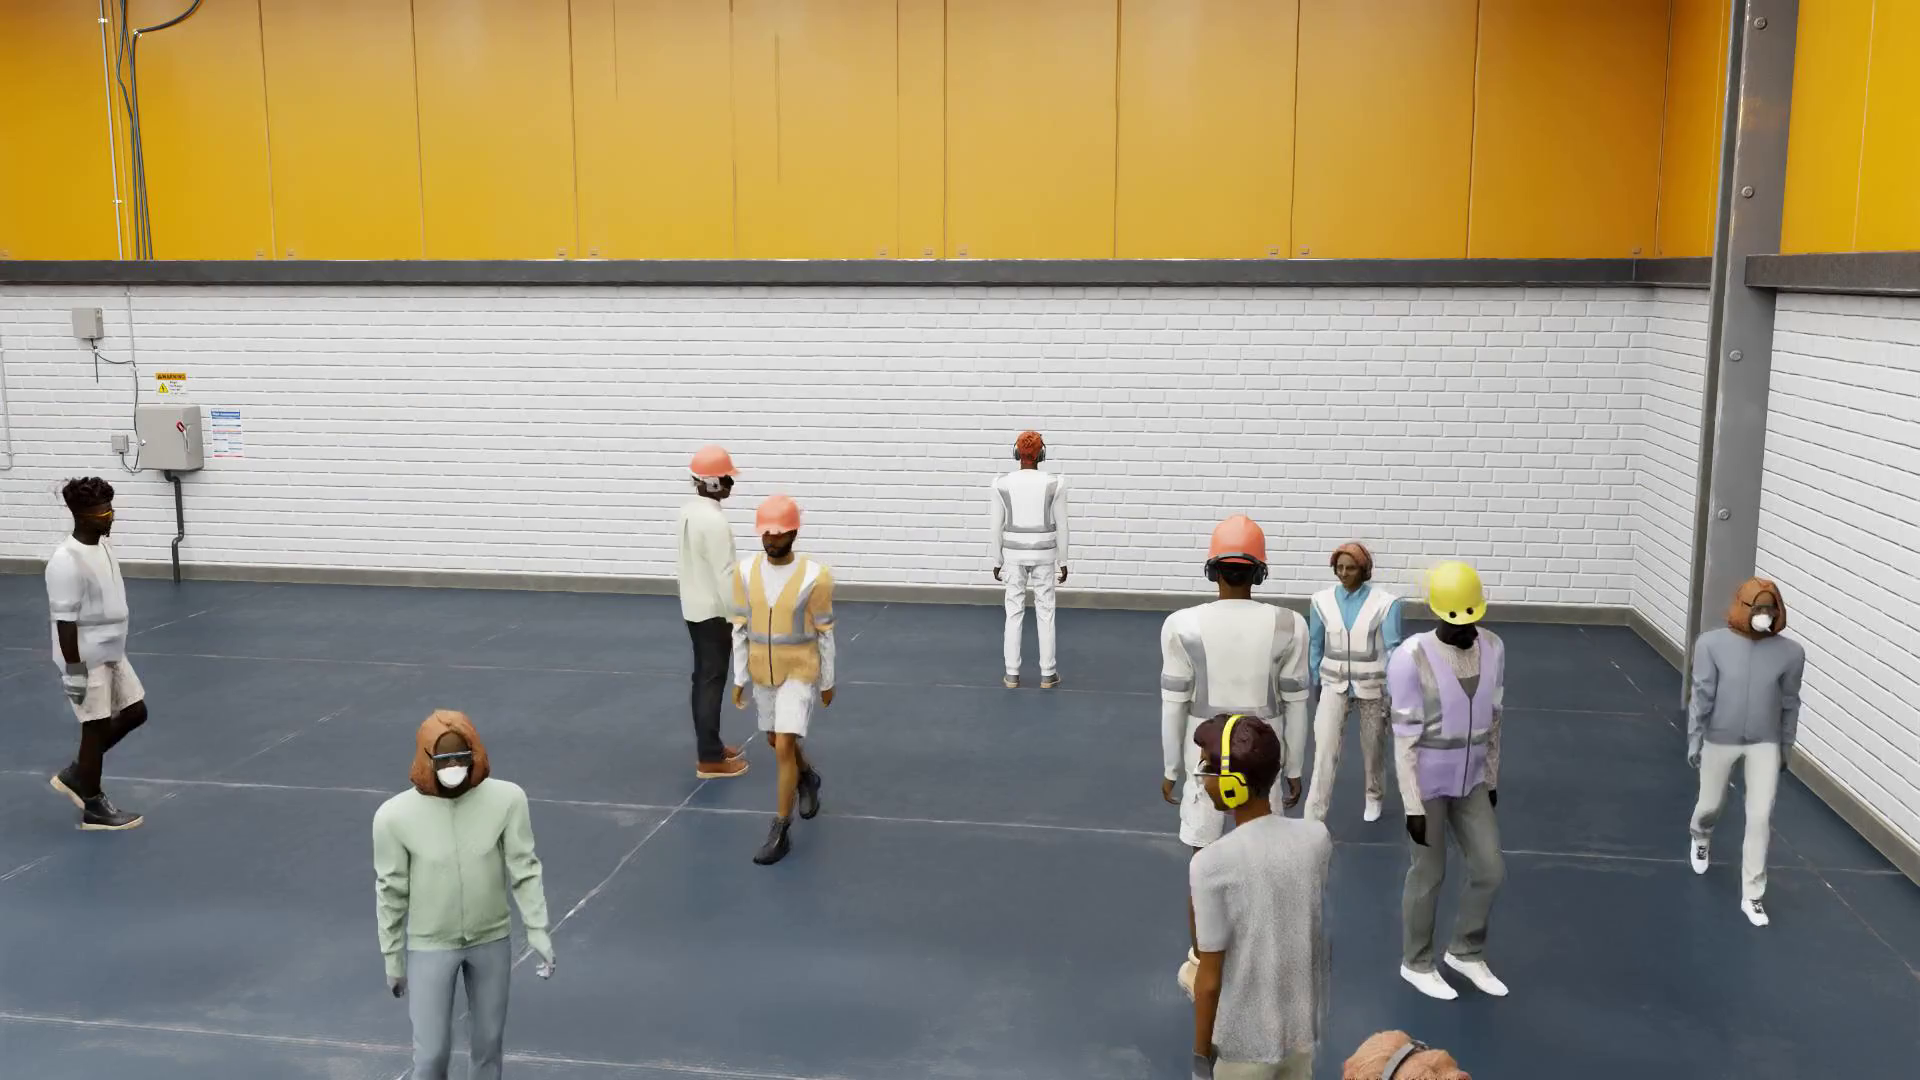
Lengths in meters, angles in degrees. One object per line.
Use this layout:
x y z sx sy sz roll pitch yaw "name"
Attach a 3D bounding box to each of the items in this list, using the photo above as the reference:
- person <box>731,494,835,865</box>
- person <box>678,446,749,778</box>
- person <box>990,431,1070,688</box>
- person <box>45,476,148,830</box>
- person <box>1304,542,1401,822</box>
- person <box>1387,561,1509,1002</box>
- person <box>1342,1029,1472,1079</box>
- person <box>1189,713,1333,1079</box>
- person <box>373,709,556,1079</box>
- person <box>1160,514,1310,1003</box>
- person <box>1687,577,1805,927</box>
-0.897 0.669 8.822 0.537 1.903 0.941 3 10 19 "person"
-1.455 0.438 10.042 0.514 1.992 0.622 -5 11 -29 "person"
0.508 0.146 12.086 0.576 1.882 0.355 1 9 7 "person"
-4.679 0.615 8.972 0.455 1.948 0.628 -1 9 -5 "person"
2.113 0.803 8.935 0.528 1.590 0.878 5 10 27 "person"
2.009 1.001 6.828 0.619 1.883 0.523 -5 10 -26 "person"
0.793 1.710 3.237 0.332 1.624 0.532 9 13 43 "person"
0.833 1.376 4.604 0.557 1.845 0.448 -4 10 -24 "person"
-1.623 1.347 5.457 0.517 1.630 0.339 -6 11 -31 "person"
1.122 0.910 6.877 0.606 2.044 0.373 0 9 2 "person"
3.733 0.951 7.963 0.501 1.606 0.731 3 10 15 "person"
